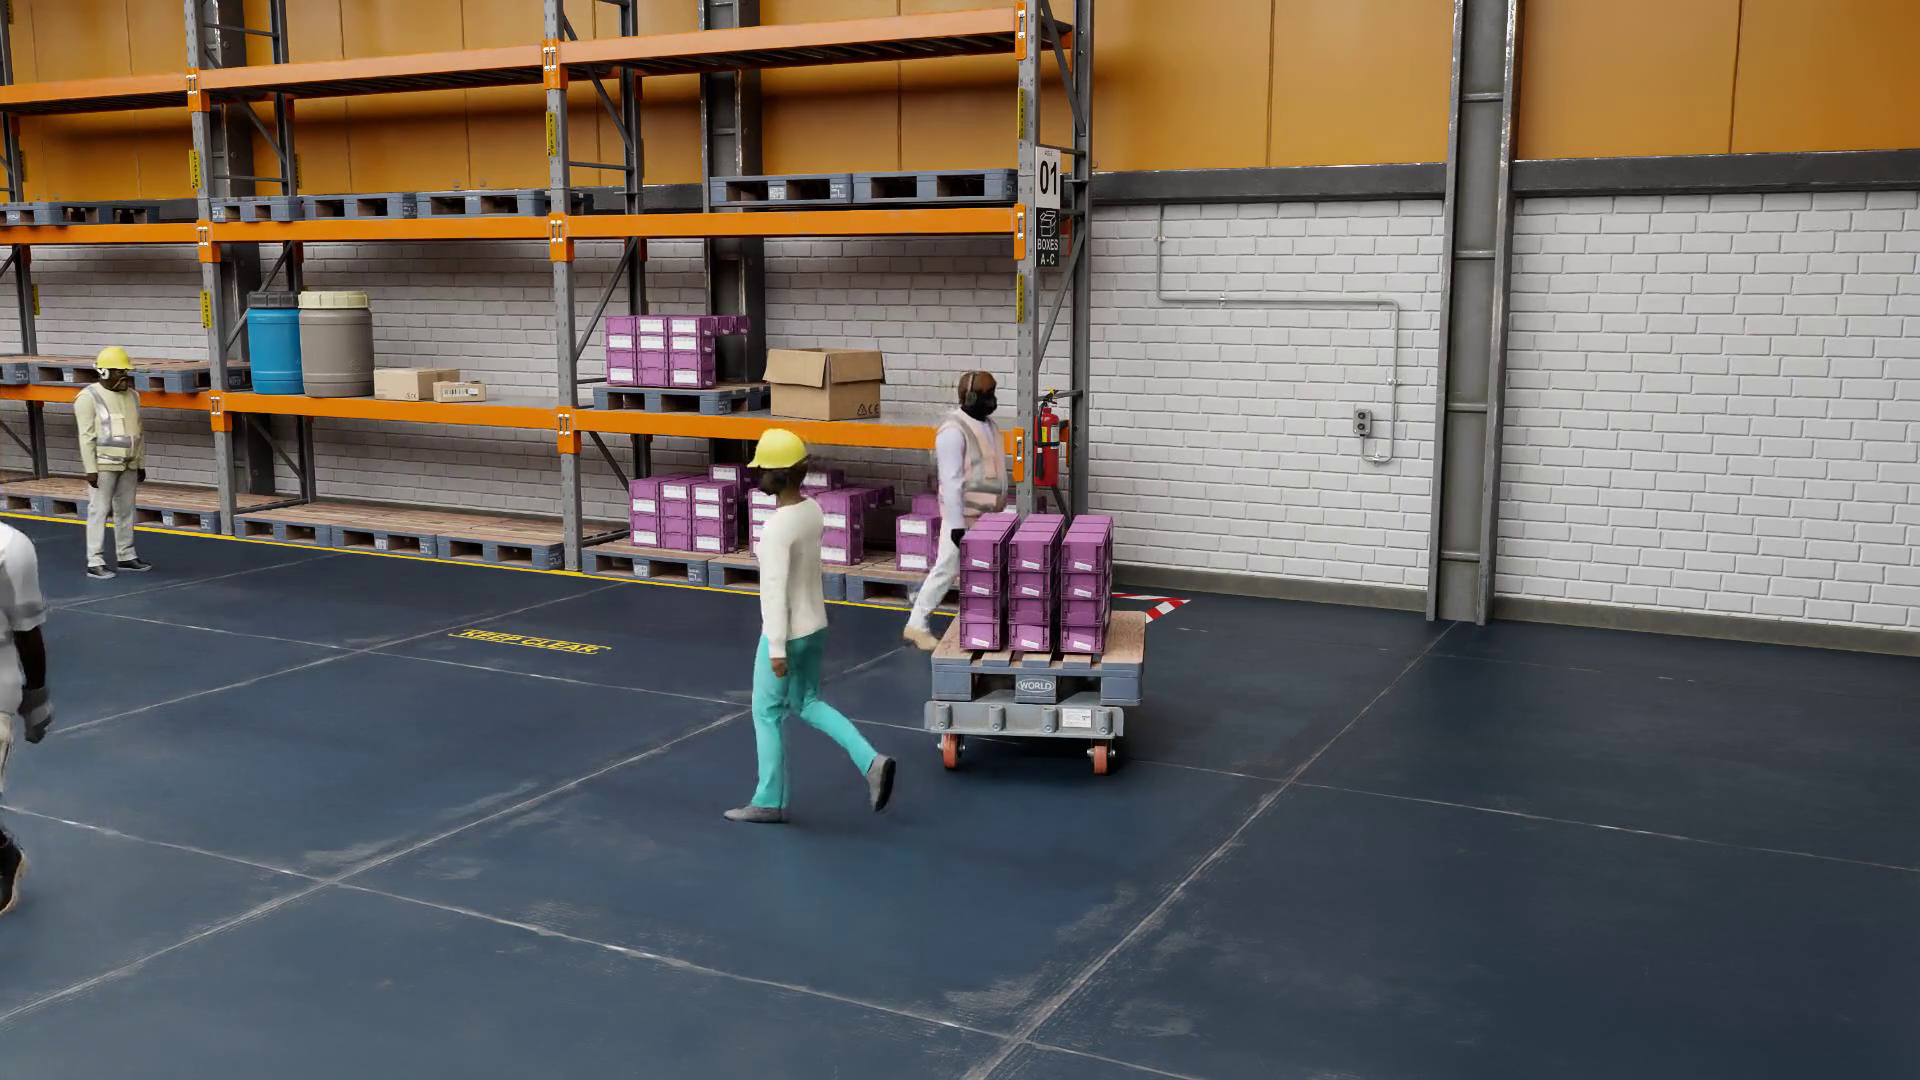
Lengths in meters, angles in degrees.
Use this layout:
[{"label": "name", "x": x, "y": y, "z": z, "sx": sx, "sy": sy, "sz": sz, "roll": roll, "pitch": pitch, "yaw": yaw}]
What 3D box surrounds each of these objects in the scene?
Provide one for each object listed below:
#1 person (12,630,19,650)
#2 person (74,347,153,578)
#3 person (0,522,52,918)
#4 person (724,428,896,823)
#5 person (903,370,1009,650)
[{"label": "person", "x": -6.274, "y": -0.163, "z": 10.178, "sx": 1.012, "sy": 1.879, "sz": 0.553, "roll": -6, "pitch": 11, "yaw": -33}, {"label": "person", "x": -6.662, "y": -0.610, "z": 13.126, "sx": 0.419, "sy": 1.820, "sz": 0.604, "roll": 3, "pitch": 10, "yaw": 19}, {"label": "person", "x": -3.496, "y": 0.519, "z": 5.827, "sx": 0.598, "sy": 1.931, "sz": 0.977, "roll": 0, "pitch": 9, "yaw": -3}, {"label": "person", "x": -0.667, "y": 0.386, "z": 7.164, "sx": 0.681, "sy": 1.744, "sz": 0.532, "roll": 3, "pitch": 10, "yaw": 20}, {"label": "person", "x": 0.037, "y": -0.162, "z": 10.406, "sx": 0.933, "sy": 1.808, "sz": 0.645, "roll": 6, "pitch": 11, "yaw": 31}]
